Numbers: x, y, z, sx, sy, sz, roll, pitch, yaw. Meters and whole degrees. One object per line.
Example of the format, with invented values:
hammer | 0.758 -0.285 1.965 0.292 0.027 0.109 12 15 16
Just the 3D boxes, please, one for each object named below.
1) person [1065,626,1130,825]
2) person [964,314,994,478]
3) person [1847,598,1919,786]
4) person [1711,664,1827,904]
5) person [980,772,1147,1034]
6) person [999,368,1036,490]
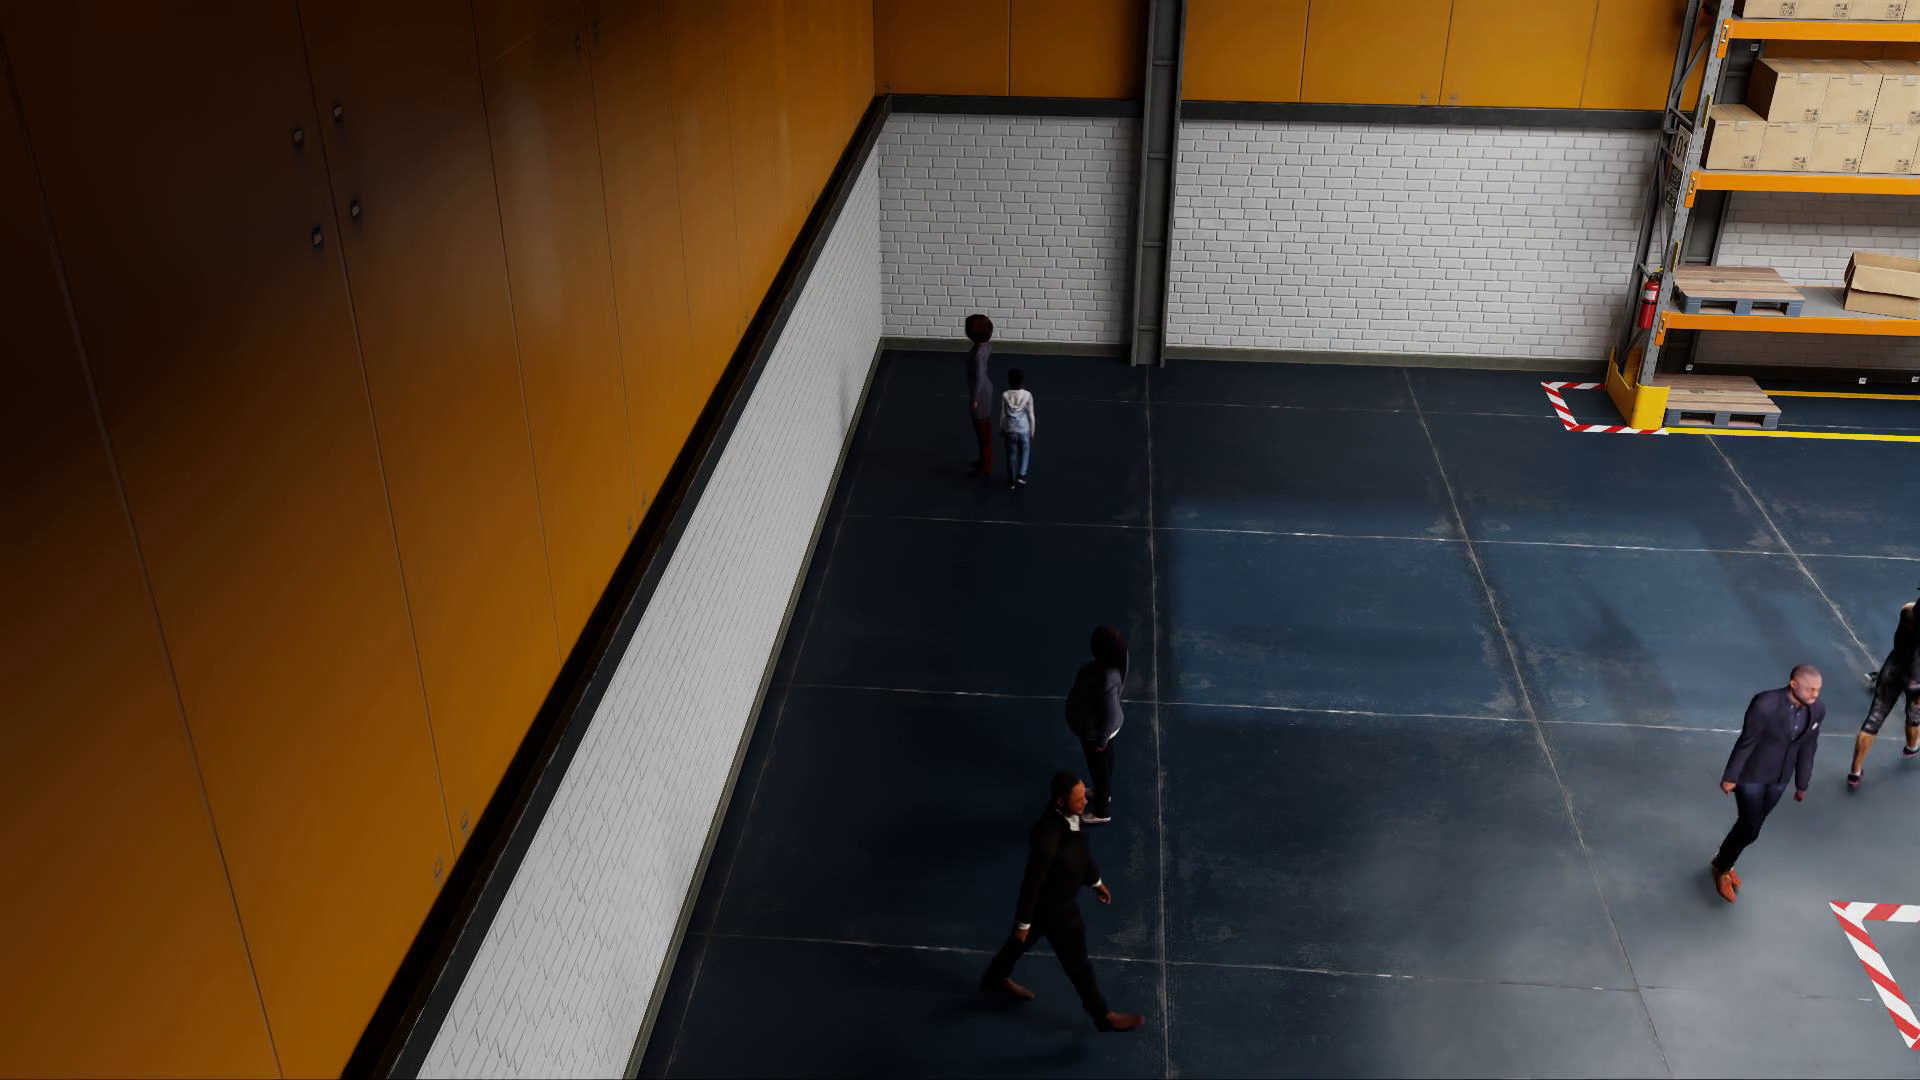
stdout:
person | 1.005 1.287 11.807 0.678 1.603 0.694 5 29 10
person | 0.206 -1.459 16.732 0.537 1.708 0.605 5 29 9
person | 6.837 1.062 12.141 1.217 1.679 1.033 -17 33 -29
person | 5.331 1.535 11.151 0.735 1.797 0.872 -4 29 -8
person | 0.459 2.143 9.983 1.372 1.849 0.890 8 30 15
person | 0.562 -1.077 16.514 0.453 1.247 0.571 0 29 1
